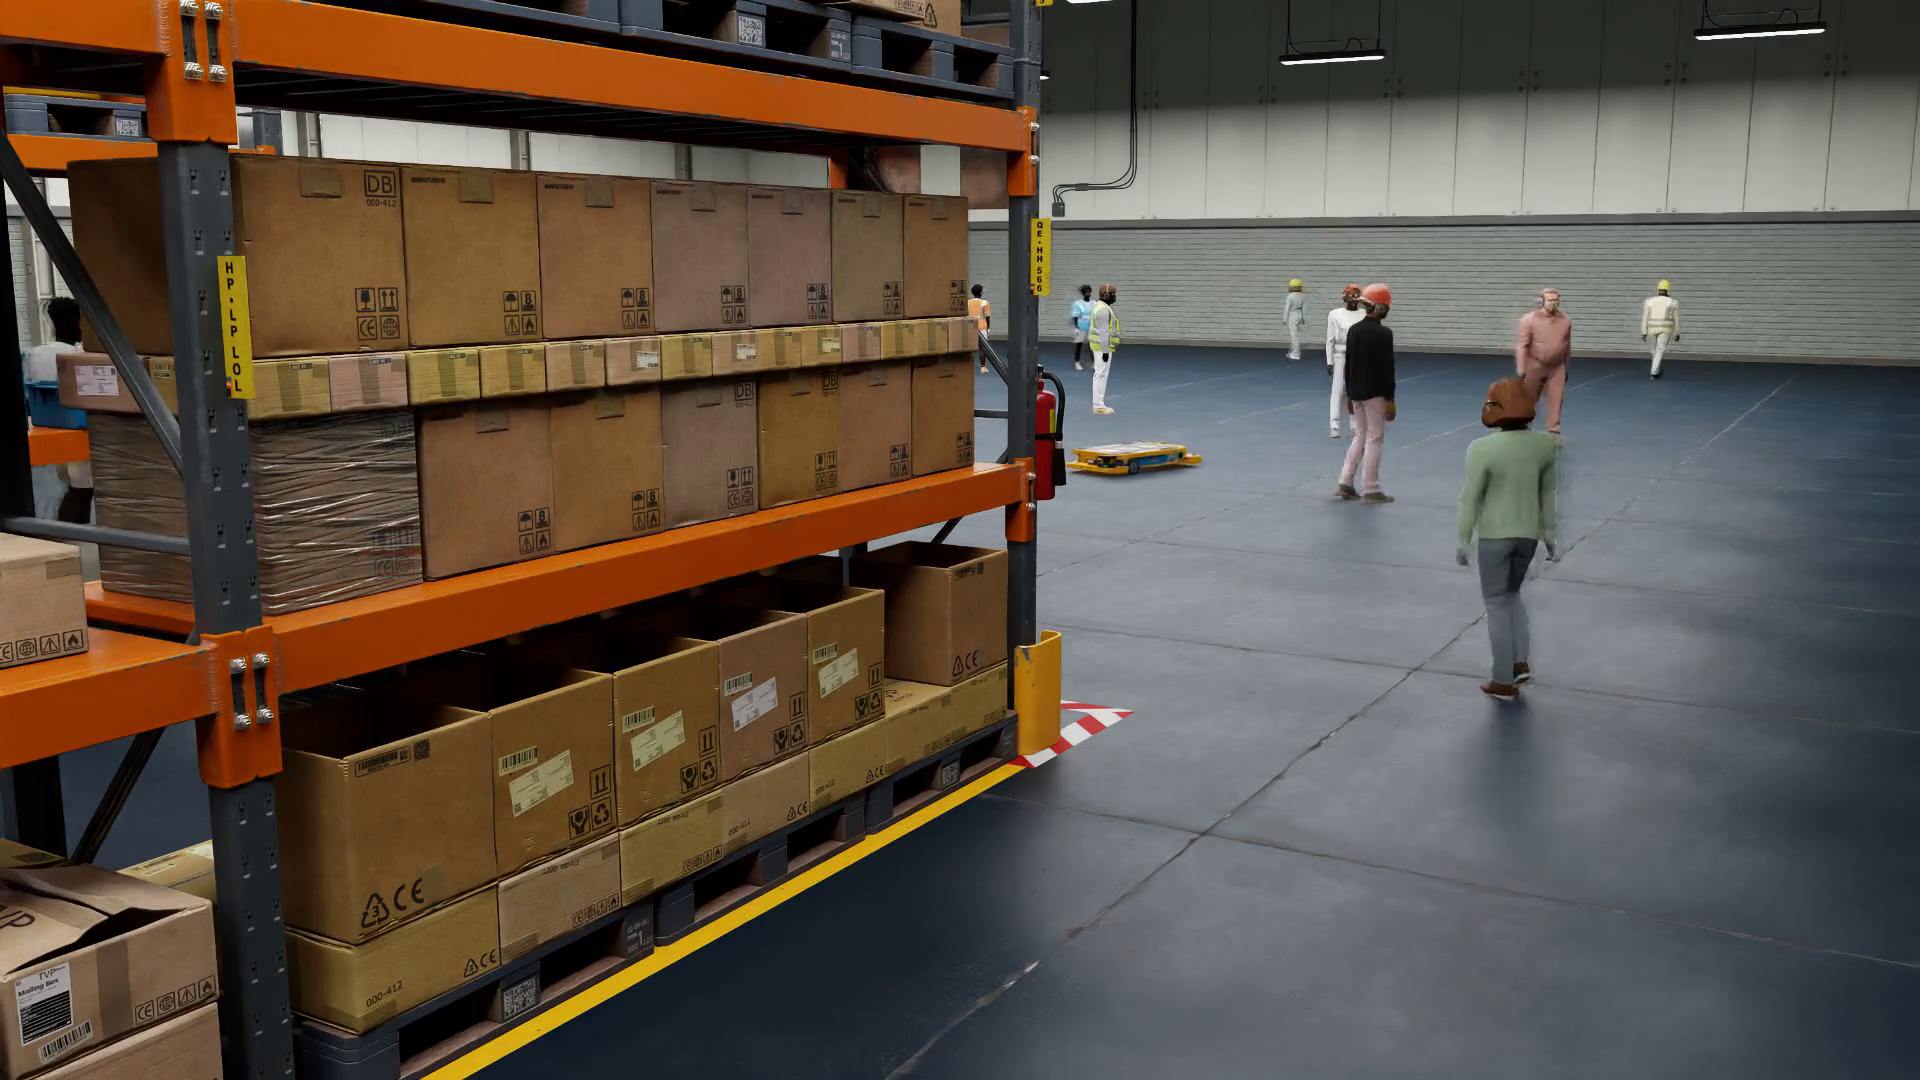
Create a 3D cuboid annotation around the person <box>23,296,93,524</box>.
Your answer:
[{"bbox_3d":[-6.139,-0.707,11.521,0.639,1.949,0.426,3,10,16],"label":"person"}]

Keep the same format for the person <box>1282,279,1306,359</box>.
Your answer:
[{"bbox_3d":[7.204,-4.802,36.154,0.512,1.716,0.684,-6,12,-33],"label":"person"}]

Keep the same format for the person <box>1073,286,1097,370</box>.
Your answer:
[{"bbox_3d":[2.457,-4.090,32.199,0.553,1.647,0.859,-4,10,-21],"label":"person"}]

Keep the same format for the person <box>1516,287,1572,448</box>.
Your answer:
[{"bbox_3d":[6.871,-2.045,19.624,0.653,1.871,0.930,0,10,-2],"label":"person"}]

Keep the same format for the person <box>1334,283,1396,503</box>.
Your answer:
[{"bbox_3d":[3.723,-1.320,15.046,0.396,1.997,0.618,-3,10,-19],"label":"person"}]

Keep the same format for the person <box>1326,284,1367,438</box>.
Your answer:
[{"bbox_3d":[4.783,-2.192,20.435,0.576,1.882,0.355,0,10,-2],"label":"person"}]

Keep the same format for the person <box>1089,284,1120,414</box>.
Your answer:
[{"bbox_3d":[2.046,-2.691,23.520,0.430,1.836,0.629,0,10,1],"label":"person"}]

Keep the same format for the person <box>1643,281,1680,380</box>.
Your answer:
[{"bbox_3d":[12.711,-3.792,30.109,0.607,1.778,0.952,8,12,39],"label":"person"}]

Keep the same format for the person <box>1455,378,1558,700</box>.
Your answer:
[{"bbox_3d":[2.748,-0.007,8.389,0.537,1.614,0.388,-3,10,-16],"label":"person"}]

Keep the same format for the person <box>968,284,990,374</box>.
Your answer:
[{"bbox_3d":[0.322,-4.009,31.608,0.540,1.698,0.317,3,10,16],"label":"person"}]

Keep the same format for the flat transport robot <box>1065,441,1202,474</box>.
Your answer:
[{"bbox_3d":[1.813,-0.870,17.409,1.431,0.197,0.652,-8,13,-40],"label":"flat transport robot"}]
